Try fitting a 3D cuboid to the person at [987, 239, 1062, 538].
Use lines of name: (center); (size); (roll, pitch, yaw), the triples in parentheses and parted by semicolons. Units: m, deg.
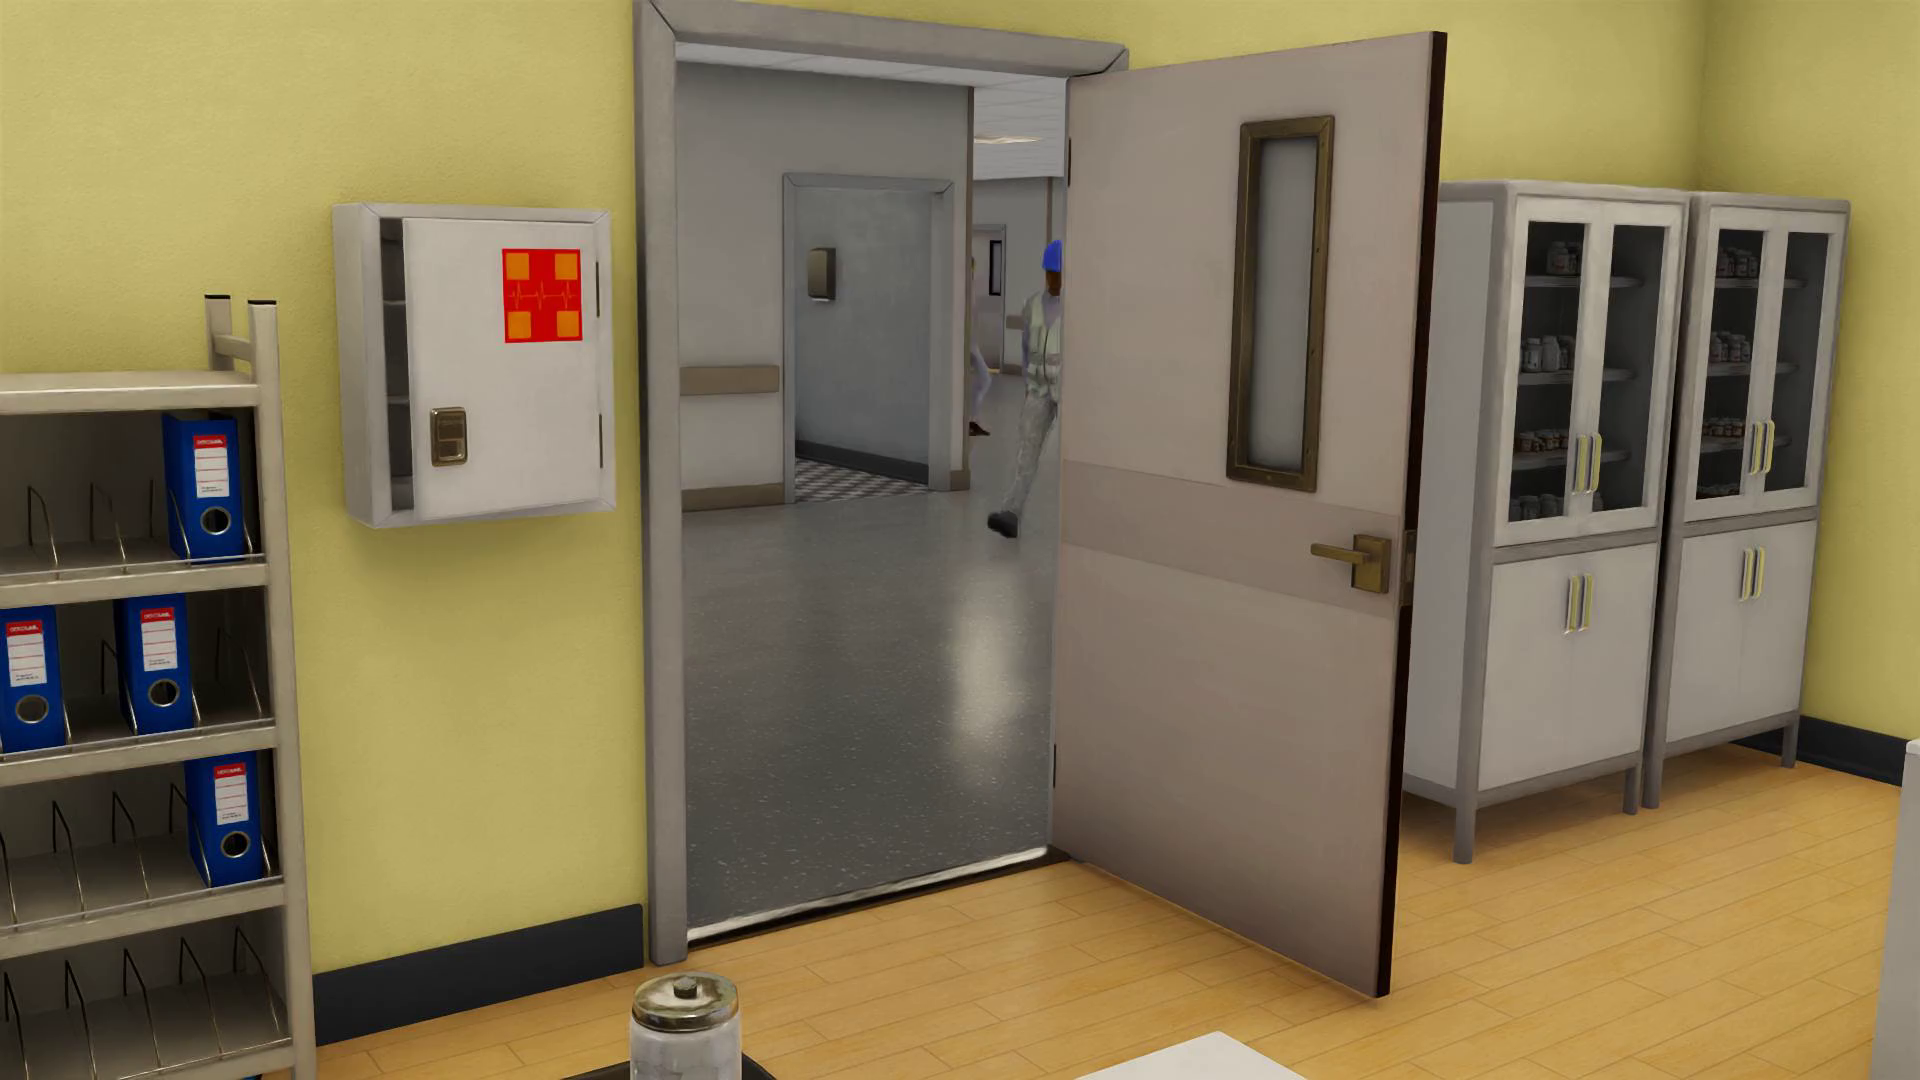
person: (0.592, -0.947, 10.552); (0.624, 1.880, 1.004); (7, 12, 35)
